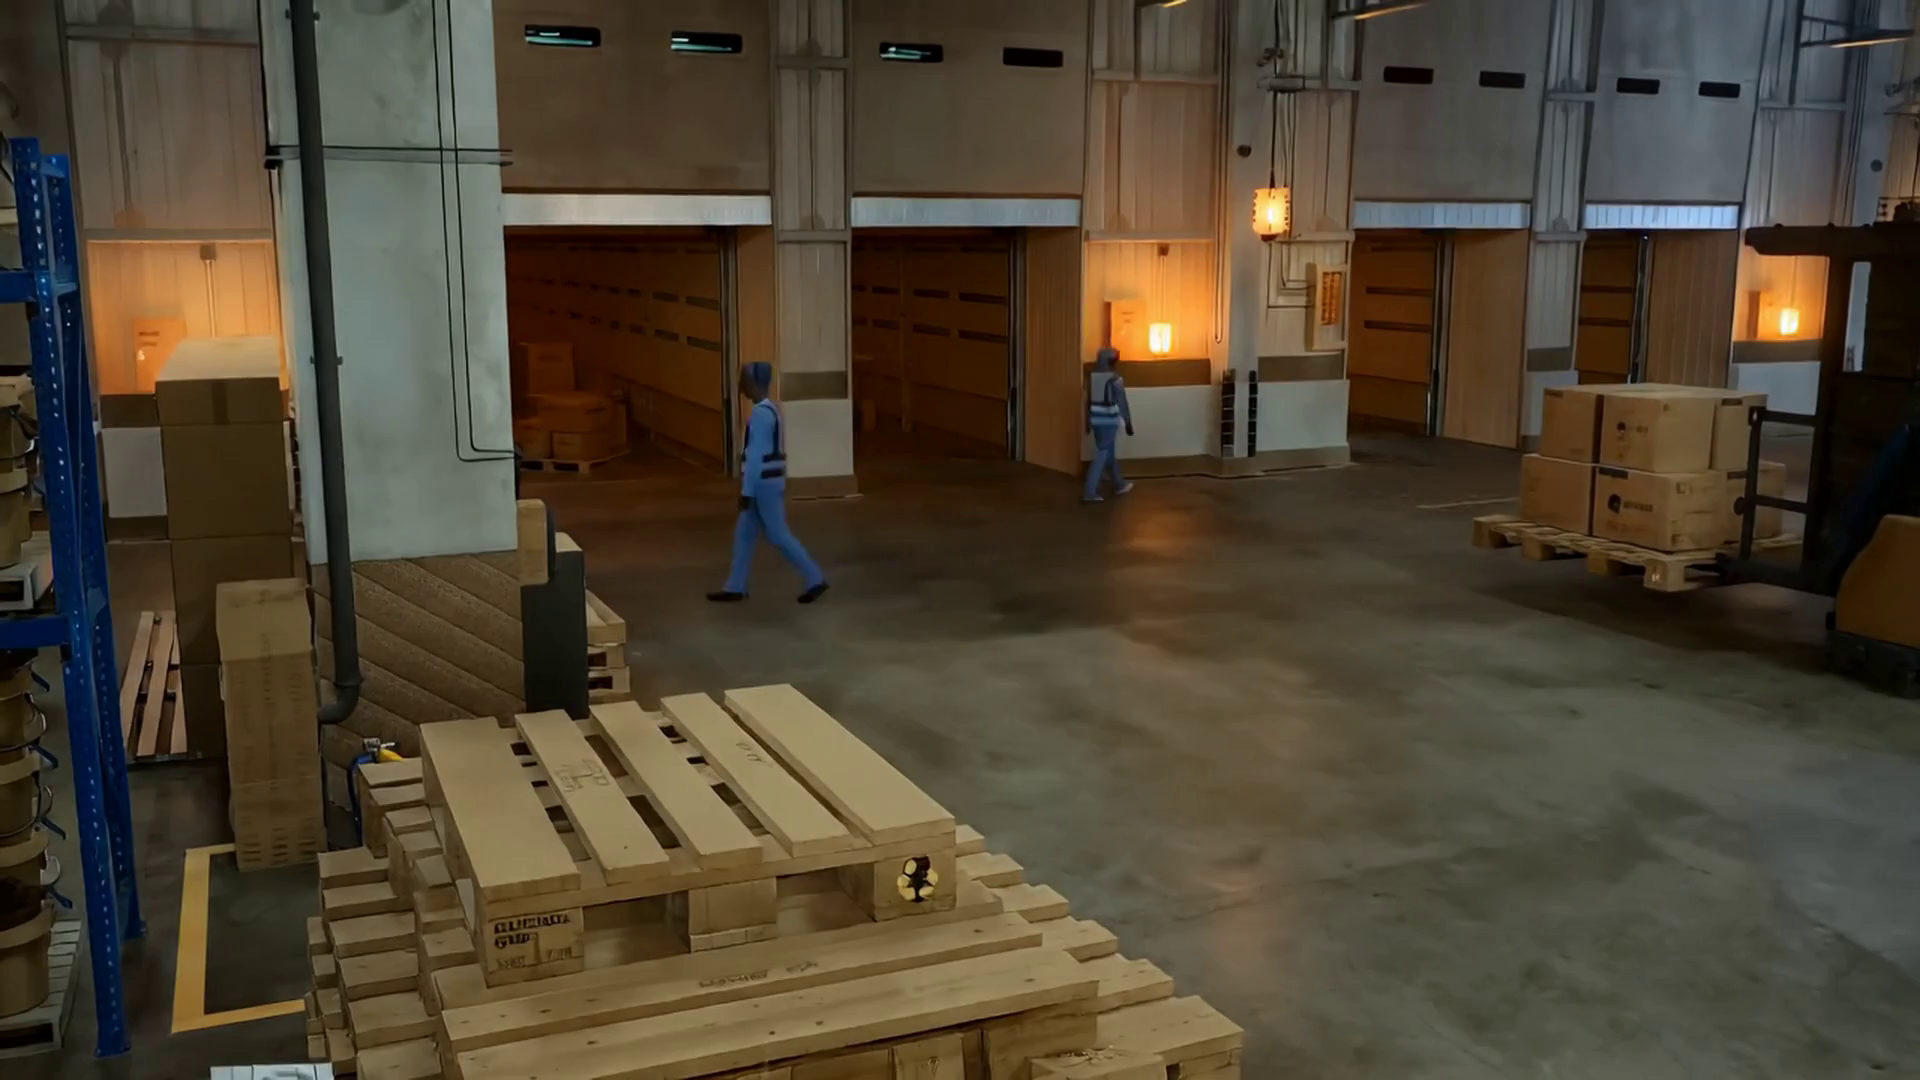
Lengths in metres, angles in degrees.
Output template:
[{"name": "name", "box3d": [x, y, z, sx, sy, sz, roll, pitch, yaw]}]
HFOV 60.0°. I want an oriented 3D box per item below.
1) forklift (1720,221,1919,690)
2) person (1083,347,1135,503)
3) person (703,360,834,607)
[{"name": "forklift", "box3d": [5.949, -0.550, 10.218, 1.129, 2.768, 1.873, -4, 11, -23]}, {"name": "person", "box3d": [1.580, -1.201, 17.351, 0.856, 1.597, 0.524, -7, 12, -34]}, {"name": "person", "box3d": [-1.399, -0.405, 12.293, 0.955, 1.851, 0.584, -1, 10, -6]}]
